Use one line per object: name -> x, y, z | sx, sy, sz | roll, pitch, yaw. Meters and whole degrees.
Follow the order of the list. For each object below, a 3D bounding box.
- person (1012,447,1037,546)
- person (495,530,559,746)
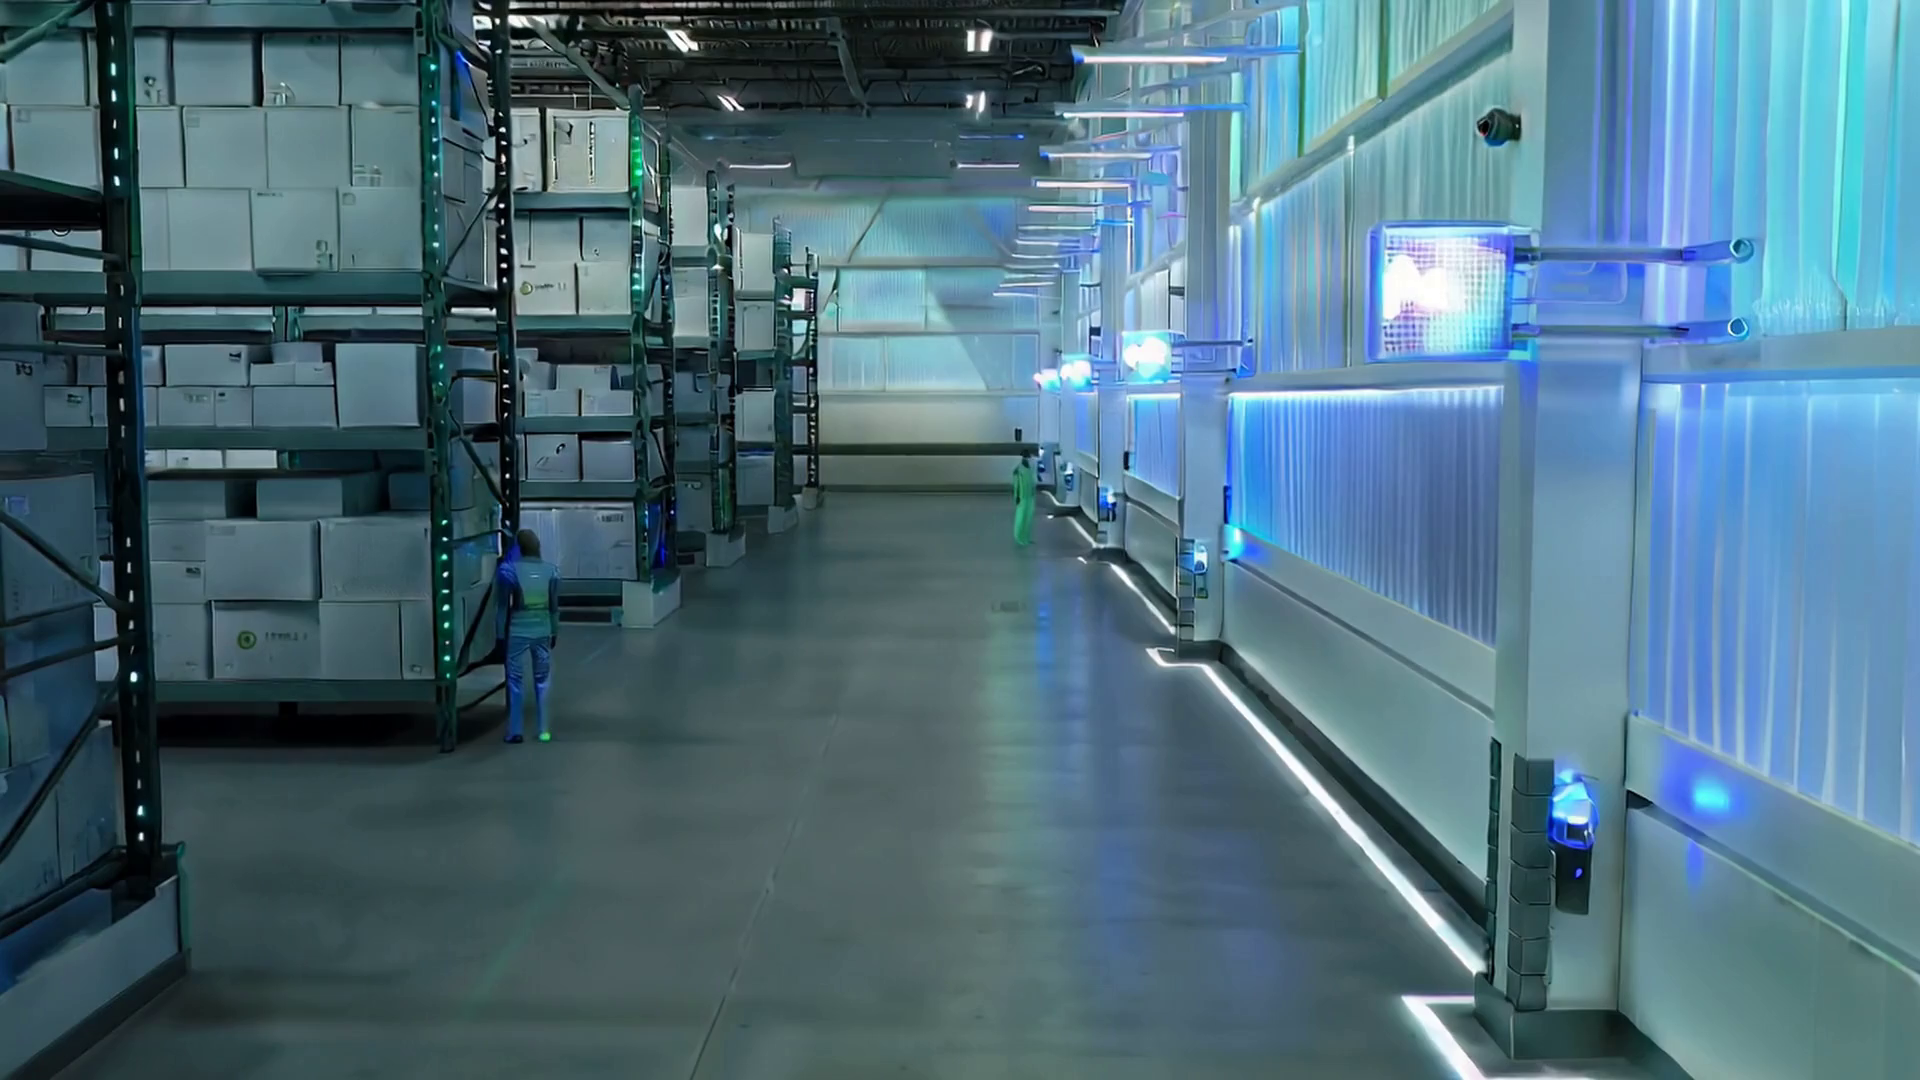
person -> 1.158, -0.772, 29.392 | 0.322, 1.753, 0.562 | 4, 7, 42
person -> -3.256, 0.734, 12.558 | 0.324, 1.630, 0.522 | 5, 7, 44
